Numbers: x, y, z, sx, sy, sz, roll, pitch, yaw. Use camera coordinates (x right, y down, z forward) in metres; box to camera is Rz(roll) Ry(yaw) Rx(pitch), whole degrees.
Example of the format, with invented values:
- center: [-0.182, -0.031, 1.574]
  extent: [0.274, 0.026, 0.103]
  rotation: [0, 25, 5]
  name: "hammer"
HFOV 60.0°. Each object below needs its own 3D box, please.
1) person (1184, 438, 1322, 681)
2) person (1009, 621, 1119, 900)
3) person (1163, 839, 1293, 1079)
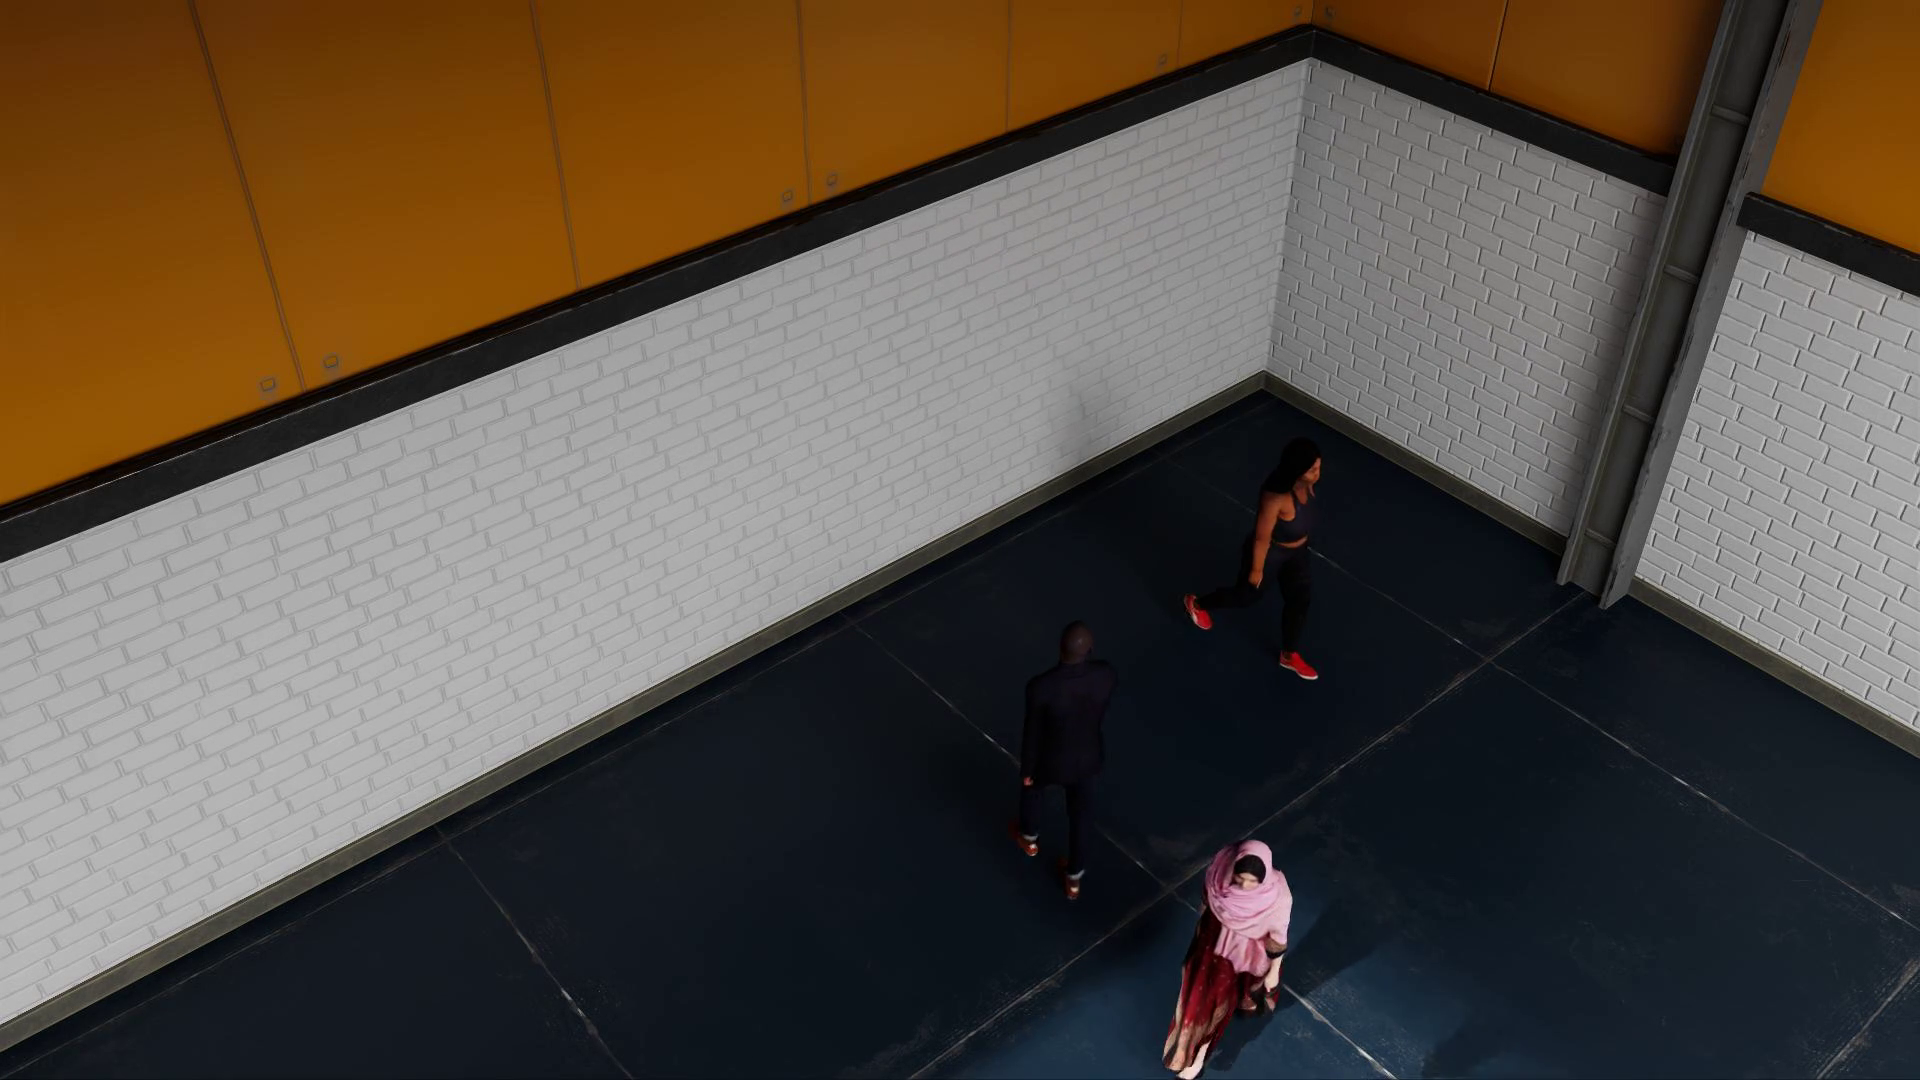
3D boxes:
- center: [1.913, 0.058, 10.506]
  extent: [1.250, 1.774, 0.801]
  rotation: [30, 47, 32]
  name: "person"
- center: [0.615, 1.250, 9.004]
  extent: [0.919, 1.785, 1.021]
  rotation: [-10, 40, -12]
  name: "person"
- center: [1.418, 1.953, 8.281]
  extent: [1.166, 1.589, 0.982]
  rotation: [19, 43, 23]
  name: "person"
